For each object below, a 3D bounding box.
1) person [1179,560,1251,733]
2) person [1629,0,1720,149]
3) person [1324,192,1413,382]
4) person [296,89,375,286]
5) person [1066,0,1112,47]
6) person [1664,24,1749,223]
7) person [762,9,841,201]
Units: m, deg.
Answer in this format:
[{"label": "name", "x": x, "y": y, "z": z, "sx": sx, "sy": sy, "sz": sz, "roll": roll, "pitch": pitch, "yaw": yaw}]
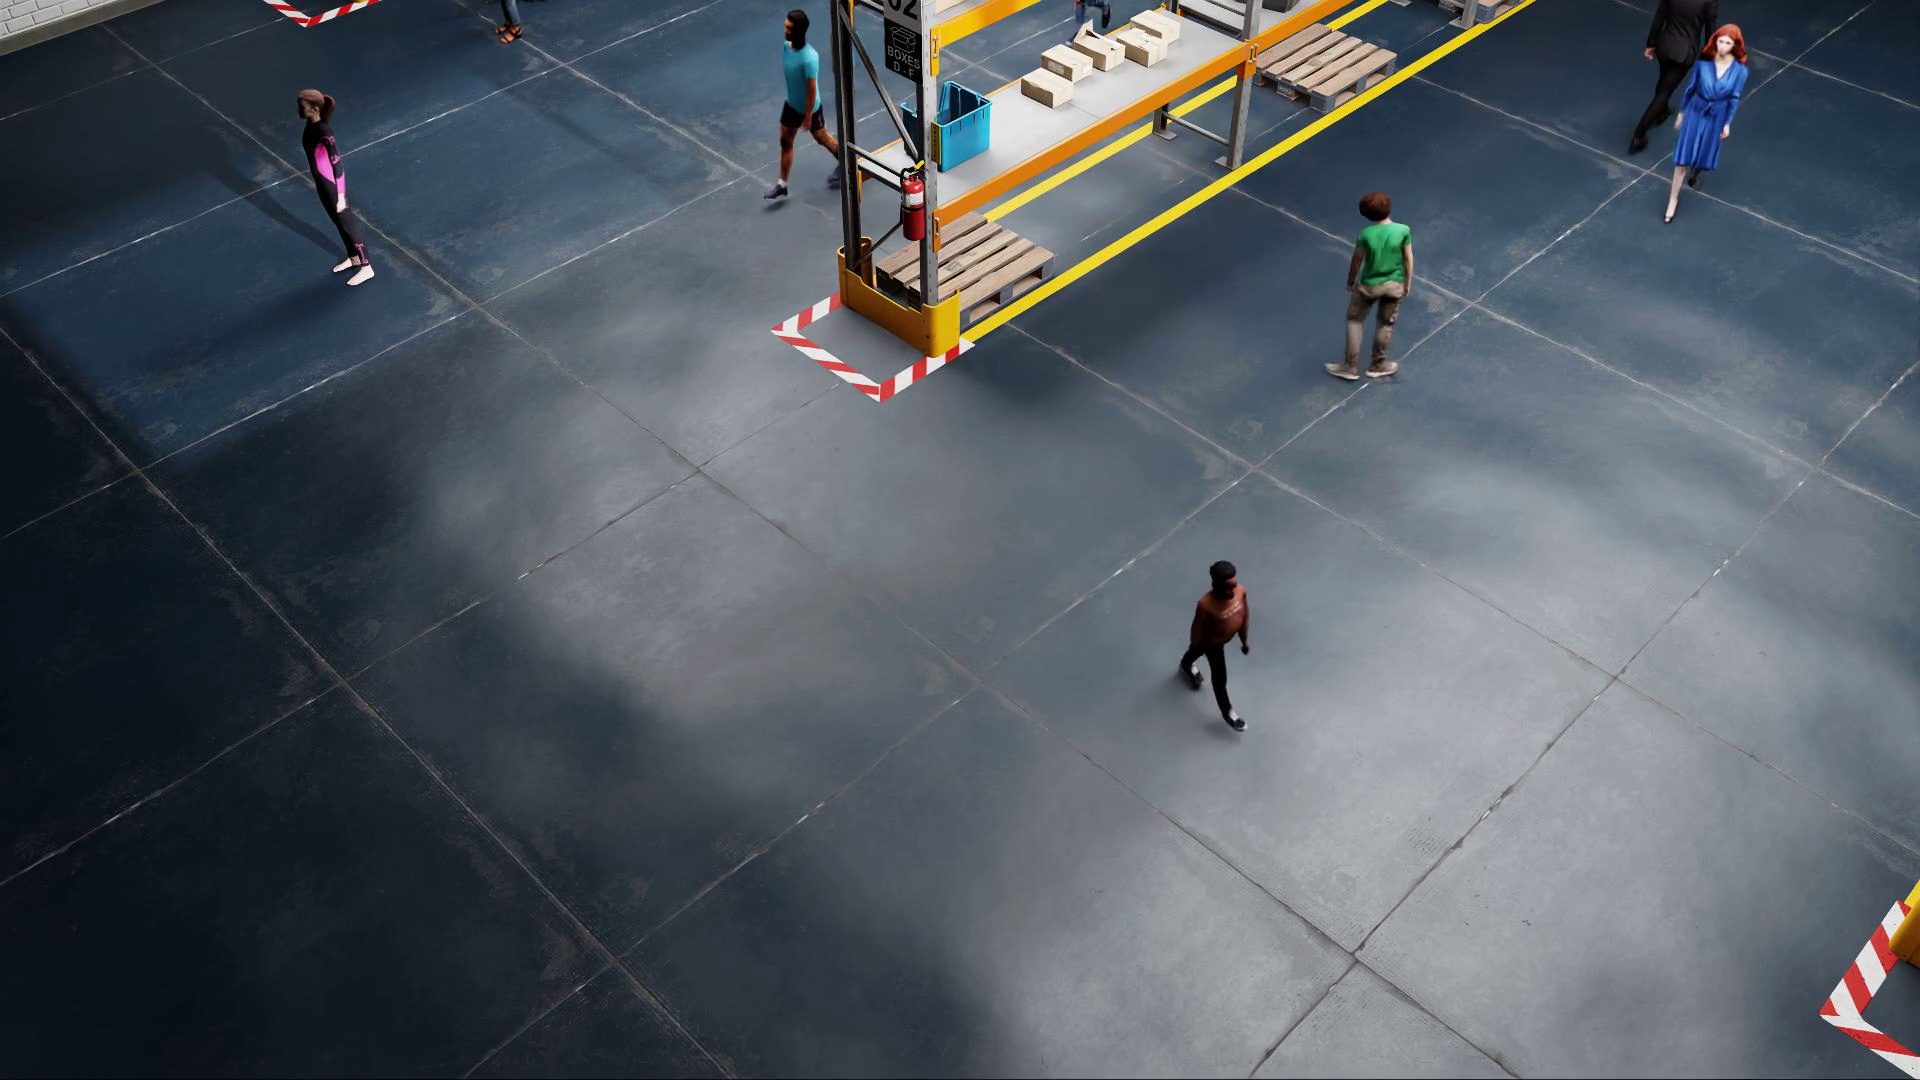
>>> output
[{"label": "person", "x": 1.594, "y": 0.561, "z": 10.548, "sx": 0.903, "sy": 1.215, "sz": 0.682, "roll": -25, "pitch": 49, "yaw": -24}, {"label": "person", "x": 6.607, "y": -4.499, "z": 15.405, "sx": 1.199, "sy": 1.843, "sz": 0.746, "roll": -30, "pitch": 51, "yaw": -28}, {"label": "person", "x": 3.298, "y": -1.941, "z": 12.883, "sx": 0.803, "sy": 1.616, "sz": 0.815, "roll": 15, "pitch": 46, "yaw": 15}, {"label": "person", "x": -5.228, "y": -2.953, "z": 13.846, "sx": 0.588, "sy": 1.754, "sz": 0.563, "roll": -31, "pitch": 52, "yaw": -28}, {"label": "person", "x": 1.359, "y": -5.889, "z": 16.984, "sx": 0.621, "sy": 1.676, "sz": 0.798, "roll": 34, "pitch": 53, "yaw": 30}, {"label": "person", "x": 6.528, "y": -3.668, "z": 14.554, "sx": 0.764, "sy": 1.813, "sz": 0.934, "roll": 21, "pitch": 47, "yaw": 20}, {"label": "person", "x": -1.306, "y": -3.886, "z": 14.843, "sx": 1.183, "sy": 1.730, "sz": 0.729, "roll": -27, "pitch": 50, "yaw": -26}]
